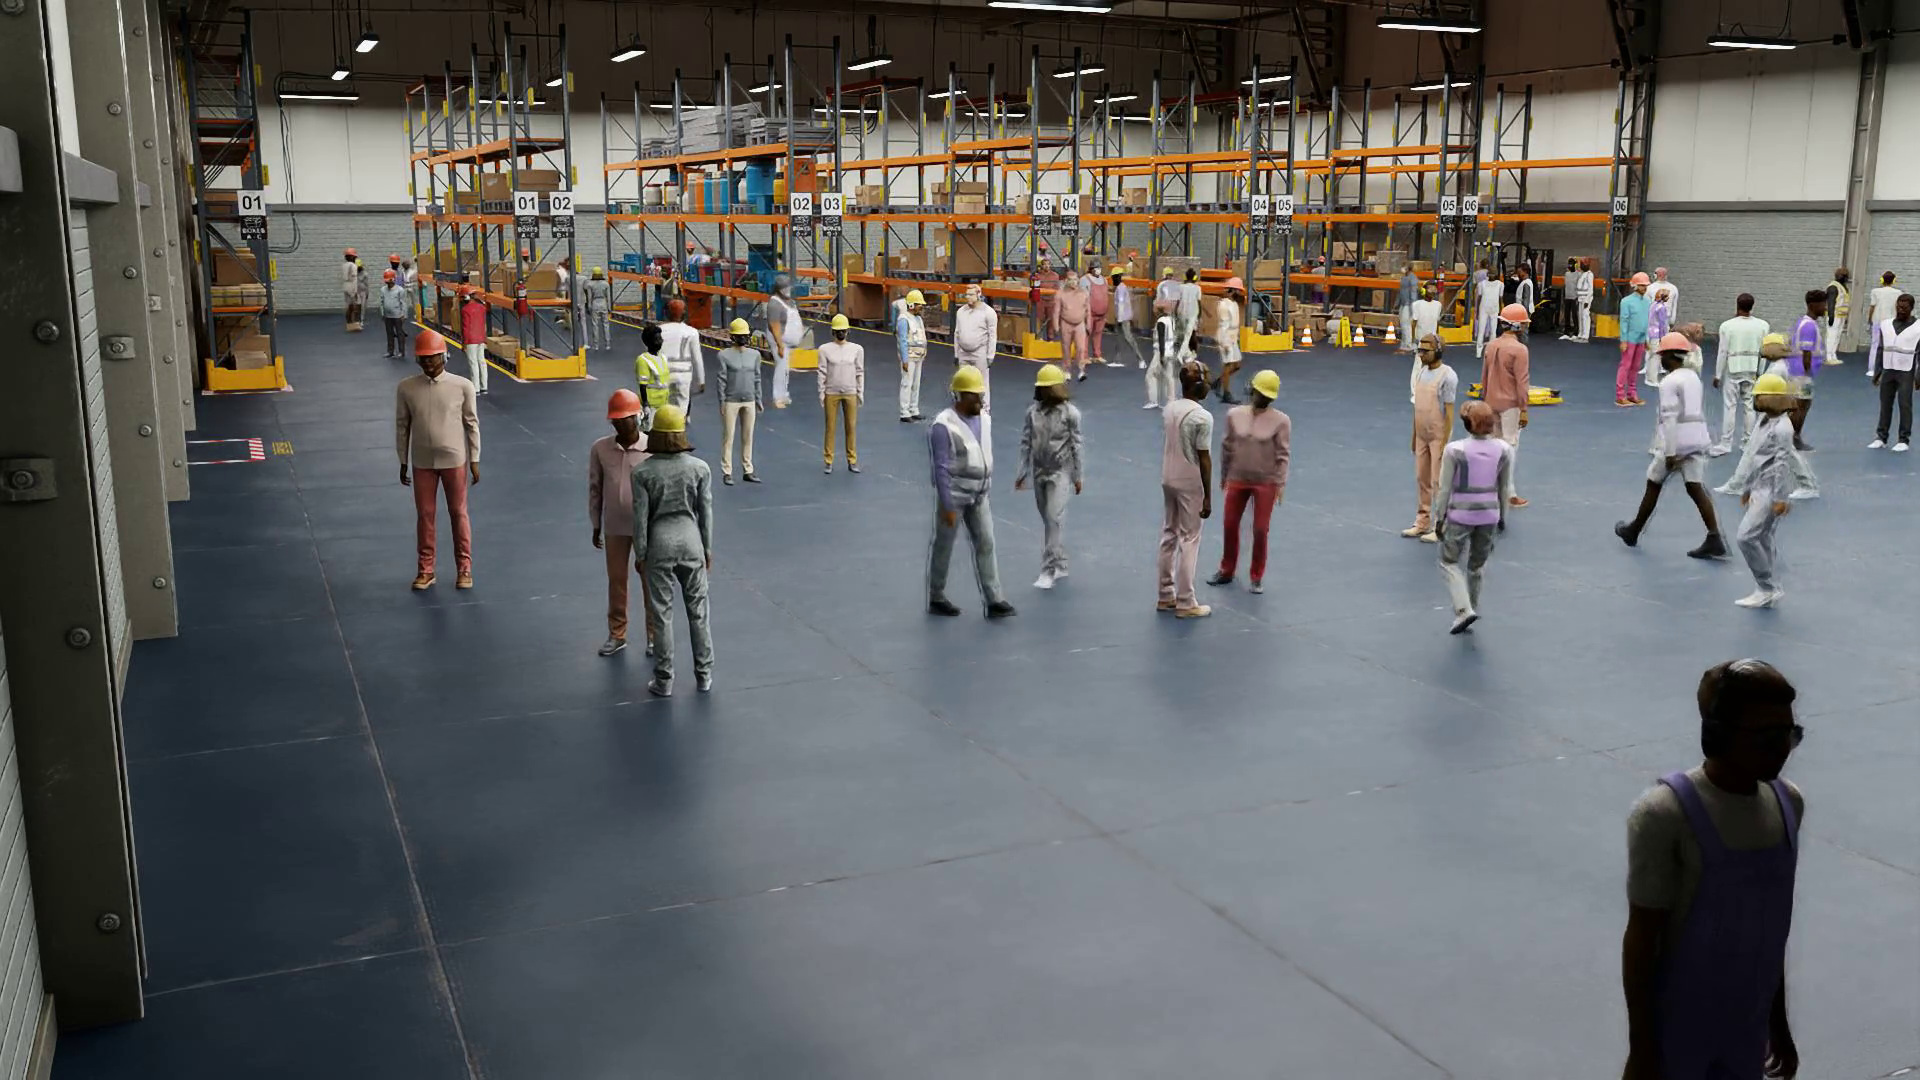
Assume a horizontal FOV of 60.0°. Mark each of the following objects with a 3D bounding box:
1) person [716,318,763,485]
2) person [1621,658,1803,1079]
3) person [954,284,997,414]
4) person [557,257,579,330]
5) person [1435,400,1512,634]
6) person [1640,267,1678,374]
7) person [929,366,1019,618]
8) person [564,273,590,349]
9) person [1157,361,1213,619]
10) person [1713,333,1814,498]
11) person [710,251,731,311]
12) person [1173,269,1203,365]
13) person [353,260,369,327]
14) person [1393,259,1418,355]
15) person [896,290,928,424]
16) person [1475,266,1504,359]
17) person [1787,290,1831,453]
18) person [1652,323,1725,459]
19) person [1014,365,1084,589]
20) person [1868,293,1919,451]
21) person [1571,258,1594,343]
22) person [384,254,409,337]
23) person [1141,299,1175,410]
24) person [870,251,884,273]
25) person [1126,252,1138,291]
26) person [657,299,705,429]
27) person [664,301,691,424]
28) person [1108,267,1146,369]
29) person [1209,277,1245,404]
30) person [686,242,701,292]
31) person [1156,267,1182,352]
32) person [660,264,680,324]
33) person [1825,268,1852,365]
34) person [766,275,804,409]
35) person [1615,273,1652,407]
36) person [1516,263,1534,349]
[{"bbox_3d":[-2.337,-1.472,17.708,0.524,1.769,0.325,-7,13,-32],"label":"person"},{"bbox_3d":[1.818,1.176,4.055,0.505,1.845,0.343,-4,12,-22],"label":"person"},{"bbox_3d":[0.182,-2.544,22.800,0.651,1.907,0.409,7,13,31],"label":"person"},{"bbox_3d":[-9.526,-5.998,40.635,0.586,1.790,0.964,-9,14,-37],"label":"person"},{"bbox_3d":[3.473,-0.138,11.284,0.535,1.628,0.533,-2,11,-8],"label":"person"},{"bbox_3d":[12.454,-3.908,29.735,0.651,1.906,0.404,-1,11,-7],"label":"person"},{"bbox_3d":[0.080,-0.314,11.711,0.816,1.807,0.631,10,15,41],"label":"person"},{"bbox_3d":[-8.105,-4.971,35.226,0.521,1.874,0.327,-1,11,-6],"label":"person"},{"bbox_3d":[1.620,-0.354,11.869,0.344,1.839,0.501,-7,13,-31],"label":"person"},{"bbox_3d":[8.268,-1.259,16.896,0.932,1.669,0.540,4,12,20],"label":"person"},{"bbox_3d":[-7.187,-7.674,49.185,0.880,1.803,0.583,0,11,0],"label":"person"},{"bbox_3d":[4.336,-4.271,31.803,0.541,1.829,0.905,7,13,33],"label":"person"},{"bbox_3d":[-15.229,-6.241,42.152,0.481,1.685,0.935,-2,11,-11],"label":"person"},{"bbox_3d":[9.098,-4.738,33.894,0.396,1.936,0.647,-1,11,-5],"label":"person"},{"bbox_3d":[-0.651,-2.505,22.824,0.403,1.824,0.591,5,12,22],"label":"person"},{"bbox_3d":[10.485,-4.504,32.938,0.504,1.840,0.345,3,11,14],"label":"person"},{"bbox_3d":[10.244,-2.041,20.122,0.396,1.955,0.629,4,12,22],"label":"person"},{"bbox_3d":[8.533,-1.723,19.421,0.527,1.595,0.863,-8,13,-34],"label":"person"},{"bbox_3d":[0.647,-0.481,12.818,0.497,1.714,0.800,8,14,36],"label":"person"},{"bbox_3d":[11.434,-2.035,20.220,0.384,1.910,0.593,-6,13,-30],"label":"person"},{"bbox_3d":[13.910,-5.340,37.060,0.355,1.887,0.574,1,11,5],"label":"person"},{"bbox_3d":[-13.098,-5.676,38.677,0.398,1.929,0.542,6,13,27],"label":"person"},{"bbox_3d":[2.899,-2.703,24.355,0.606,1.620,0.536,4,12,19],"label":"person"},{"bbox_3d":[-2.156,-6.976,45.506,0.624,1.840,0.429,-8,13,-34],"label":"person"},{"bbox_3d":[4.972,-7.414,47.965,0.338,1.742,0.563,-2,11,-8],"label":"person"},{"bbox_3d":[-3.300,-1.892,19.579,0.612,1.865,0.612,3,11,13],"label":"person"},{"bbox_3d":[-3.866,-2.388,22.540,0.317,1.697,0.540,7,13,31],"label":"person"},{"bbox_3d":[3.138,-4.148,31.053,0.748,1.884,0.631,1,11,7],"label":"person"},{"bbox_3d":[4.055,-3.027,25.228,0.489,1.920,0.547,7,13,32],"label":"person"},{"bbox_3d":[-7.809,-7.628,48.289,0.608,2.044,0.372,6,13,28],"label":"person"},{"bbox_3d":[4.370,-4.752,34.384,0.610,1.781,0.896,-5,12,-22],"label":"person"},{"bbox_3d":[-5.950,-4.744,34.202,0.411,1.830,0.569,-8,14,-37],"label":"person"},{"bbox_3d":[16.763,-4.249,31.691,0.630,1.834,0.499,-10,15,-41],"label":"person"},{"bbox_3d":[-2.554,-2.969,24.621,0.535,2.000,0.861,2,11,11],"label":"person"},{"bbox_3d":[10.094,-2.990,24.874,0.627,1.984,0.411,-7,13,-33],"label":"person"},{"bbox_3d":[10.896,-4.393,32.163,0.392,1.922,0.592,2,11,12],"label":"person"}]
